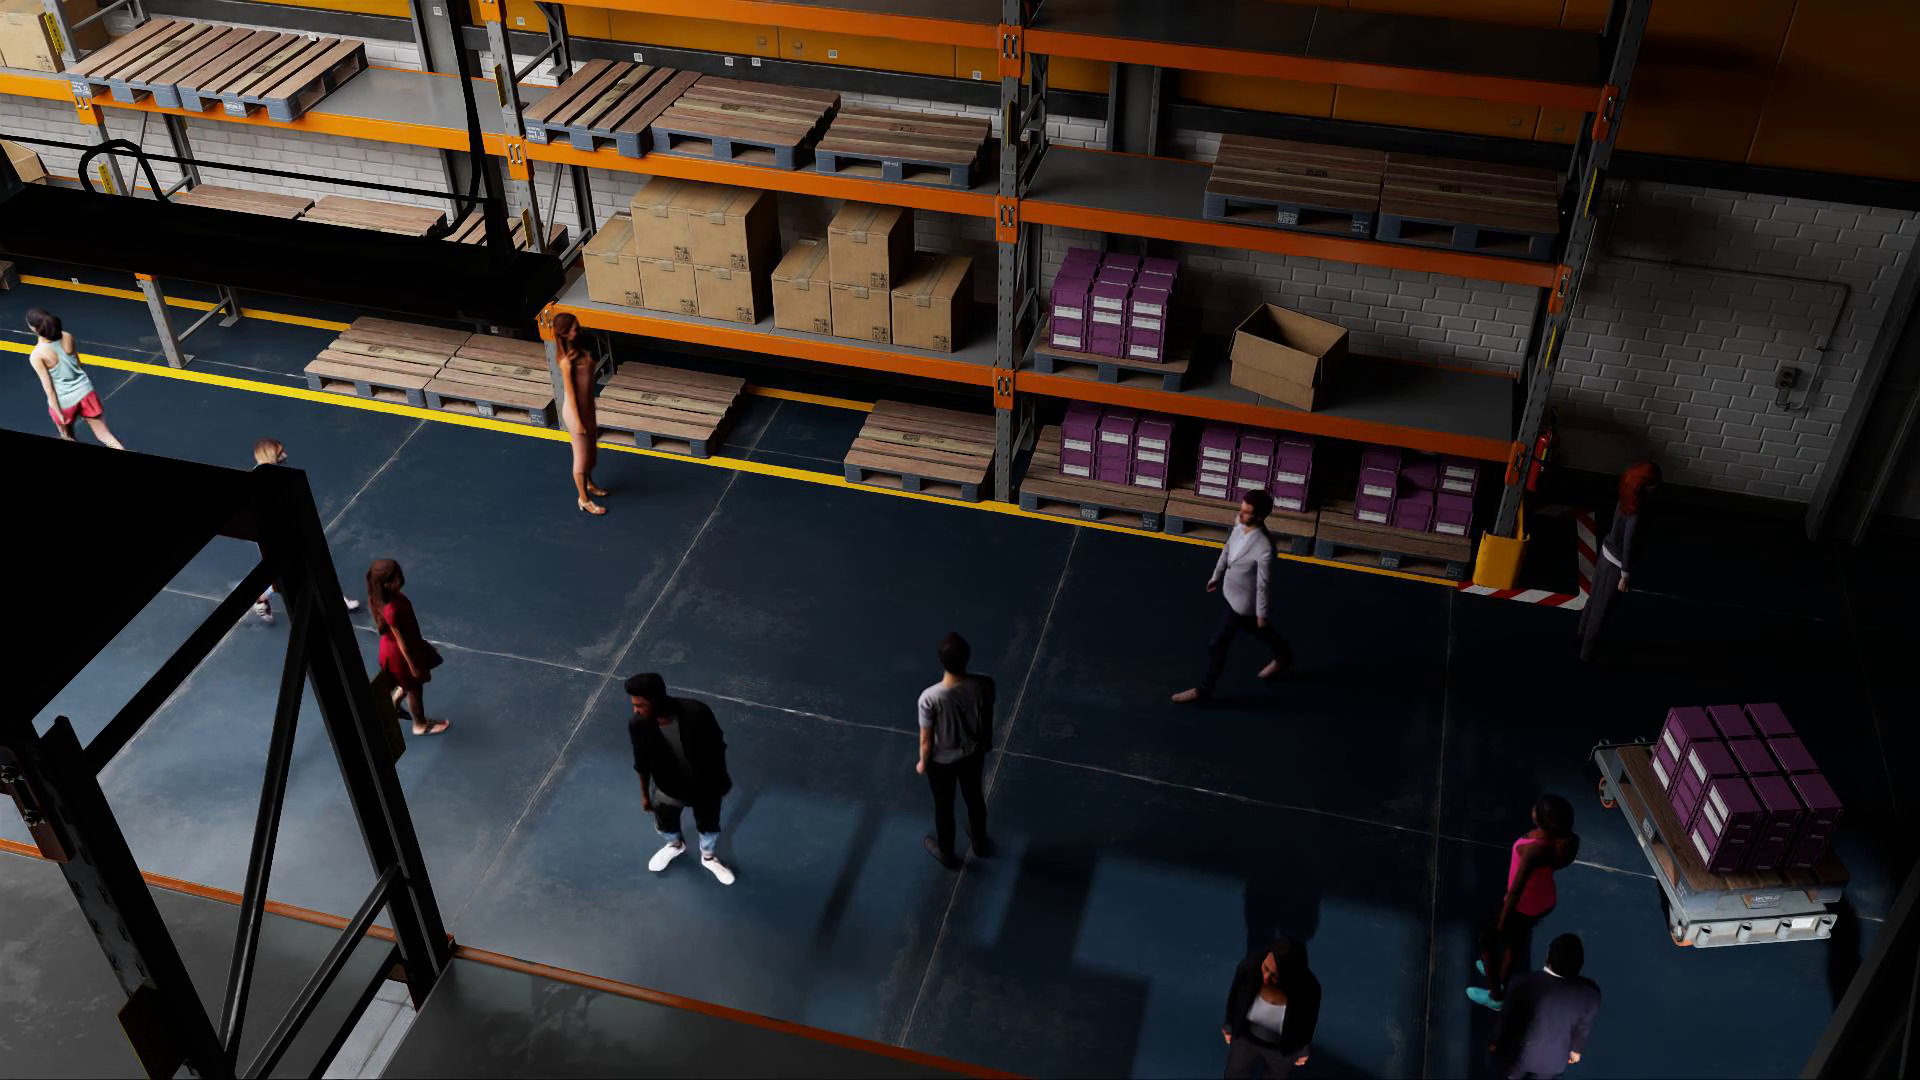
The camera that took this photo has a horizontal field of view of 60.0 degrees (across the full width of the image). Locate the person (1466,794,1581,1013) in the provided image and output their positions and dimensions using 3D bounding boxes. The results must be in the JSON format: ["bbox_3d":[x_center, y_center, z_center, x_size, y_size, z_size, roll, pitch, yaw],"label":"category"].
[{"bbox_3d":[3.306,2.120,9.569,0.730,1.718,0.788,-21,43,-24],"label":"person"}]

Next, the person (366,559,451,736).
[{"bbox_3d":[-3.894,0.772,11.398,0.843,1.544,0.748,-11,40,-14],"label":"person"}]

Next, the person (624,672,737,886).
[{"bbox_3d":[-1.663,1.466,10.344,0.717,1.774,0.909,-12,40,-15],"label":"person"}]

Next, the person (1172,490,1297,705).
[{"bbox_3d":[2.074,0.374,11.675,1.303,1.819,1.006,-5,39,-7],"label":"person"}]

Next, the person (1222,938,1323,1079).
[{"bbox_3d":[1.664,2.657,8.982,0.572,1.612,0.710,12,40,15],"label":"person"}]

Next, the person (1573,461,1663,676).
[{"bbox_3d":[4.718,0.172,11.957,0.512,1.782,0.589,7,39,9],"label":"person"}]

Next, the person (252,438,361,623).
[{"bbox_3d":[-5.047,-0.041,12.358,1.066,1.614,0.808,-2,39,-3],"label":"person"}]

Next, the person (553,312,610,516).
[{"bbox_3d":[-3.076,-1.032,13.426,0.608,1.832,0.651,-1,39,-1],"label":"person"}]

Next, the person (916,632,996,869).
[{"bbox_3d":[-0.021,1.338,10.433,0.718,1.862,0.800,-16,41,-19],"label":"person"}]

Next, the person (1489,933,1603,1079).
[{"bbox_3d":[3.056,2.749,8.785,0.937,1.715,0.781,4,39,6],"label":"person"}]

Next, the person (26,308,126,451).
[{"bbox_3d":[-7.174,-1.109,13.605,1.257,1.726,0.841,22,44,25],"label":"person"}]
